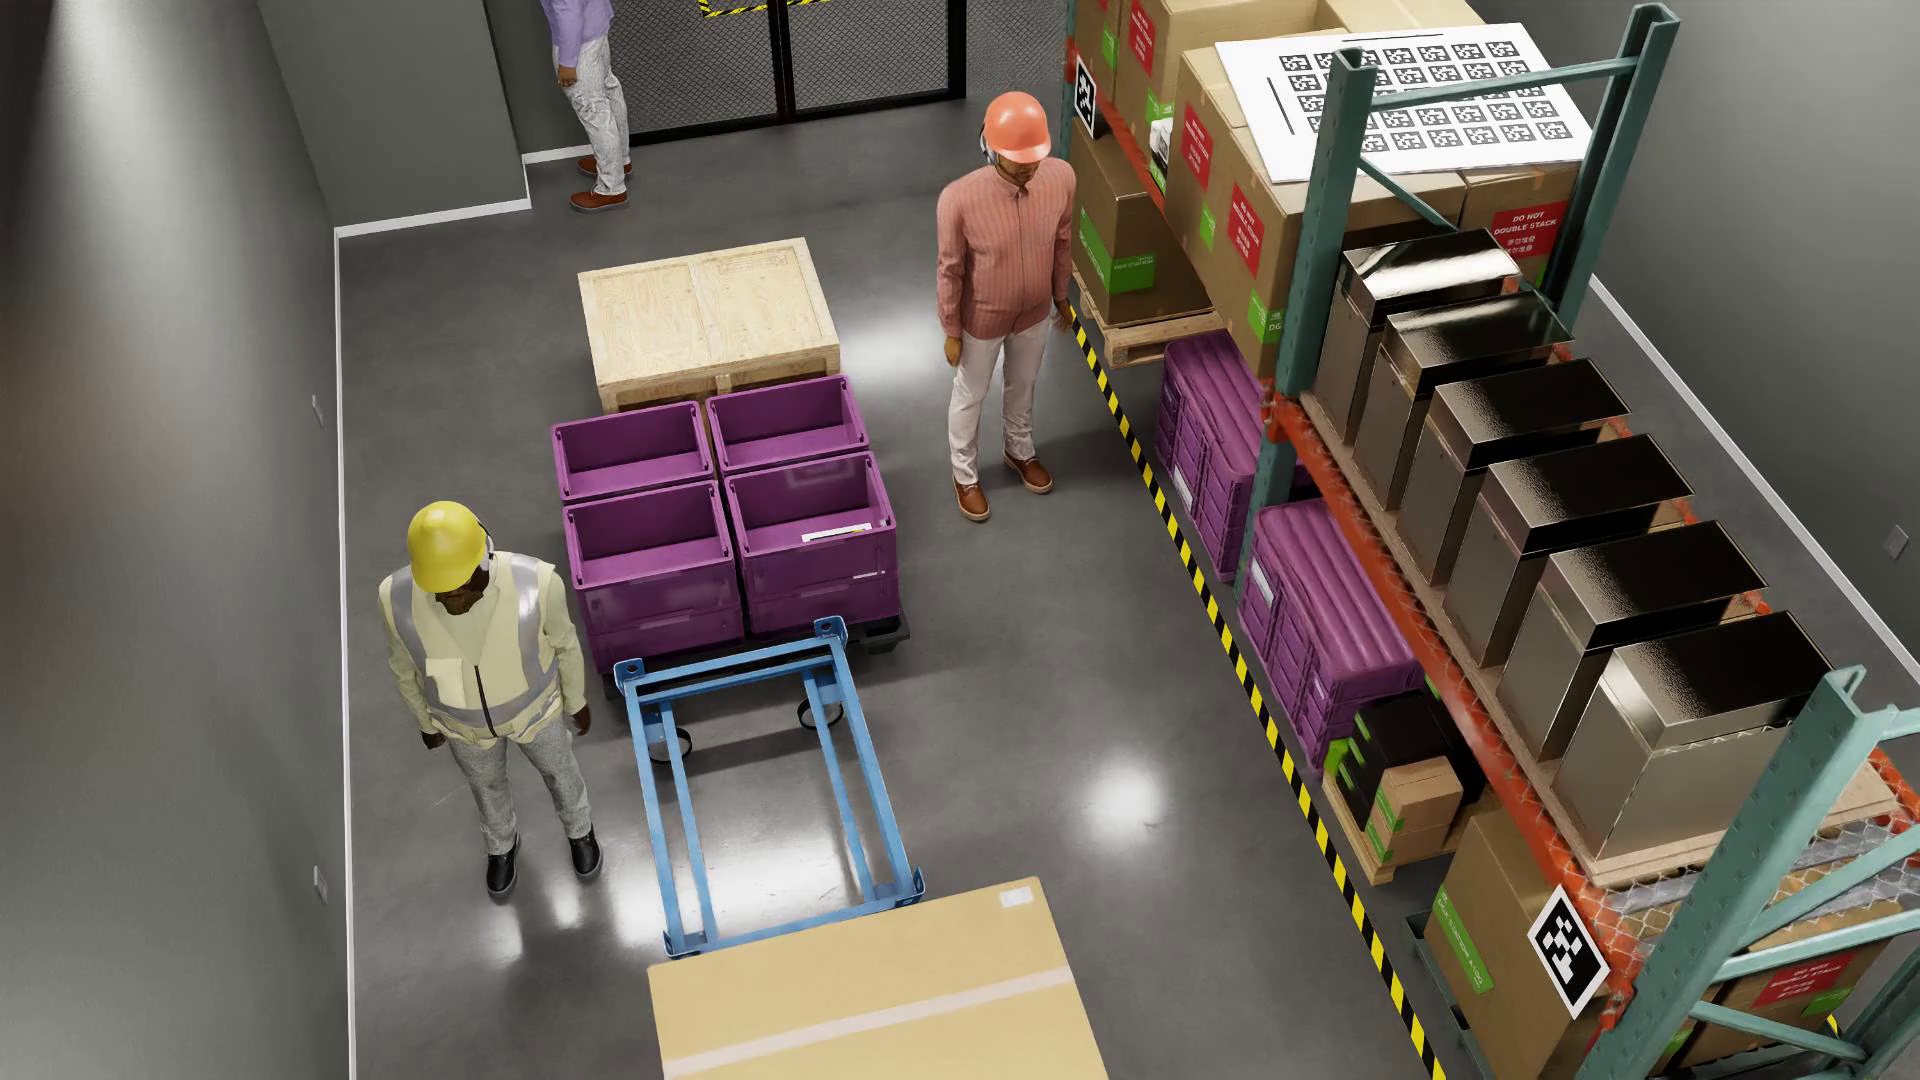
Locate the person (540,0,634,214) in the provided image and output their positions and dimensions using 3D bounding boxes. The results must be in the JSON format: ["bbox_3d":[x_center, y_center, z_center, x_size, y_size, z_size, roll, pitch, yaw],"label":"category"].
[{"bbox_3d":[-1.890,-2.518,8.200,0.361,1.937,0.635,0,47,0],"label":"person"}]

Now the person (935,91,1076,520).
[{"bbox_3d":[0.190,-0.924,6.697,0.609,1.996,0.383,-21,51,-18],"label":"person"}]

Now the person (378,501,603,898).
[{"bbox_3d":[-1.513,0.541,5.461,0.586,1.833,0.403,-9,48,-8],"label":"person"}]
